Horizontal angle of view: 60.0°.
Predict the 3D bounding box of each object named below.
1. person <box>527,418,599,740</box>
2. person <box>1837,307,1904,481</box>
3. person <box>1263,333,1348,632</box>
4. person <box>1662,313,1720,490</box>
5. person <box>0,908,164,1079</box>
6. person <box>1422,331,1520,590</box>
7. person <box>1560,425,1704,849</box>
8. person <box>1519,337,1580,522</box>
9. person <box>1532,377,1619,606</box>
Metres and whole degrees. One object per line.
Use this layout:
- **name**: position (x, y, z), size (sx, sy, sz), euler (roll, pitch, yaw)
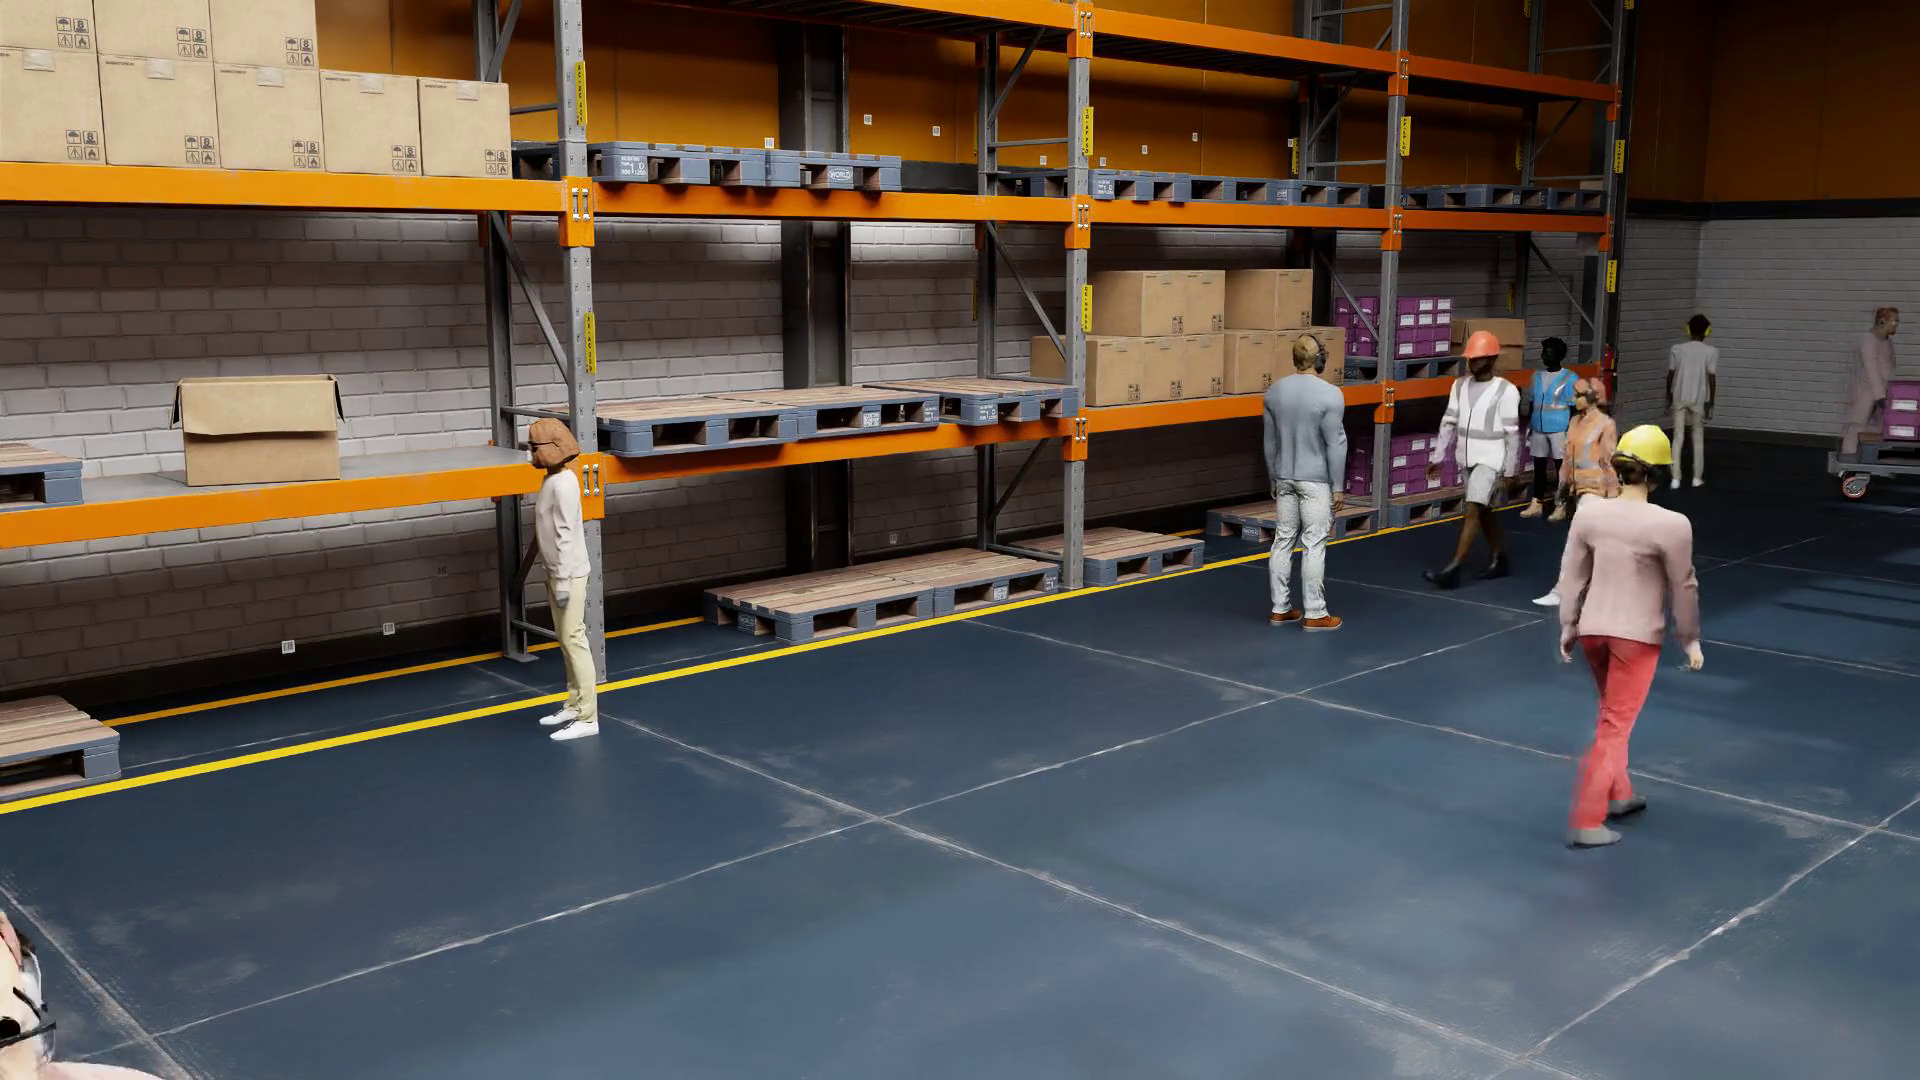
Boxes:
- **person**: position (-2.027, 0.191, 8.448), size (0.284, 1.625, 0.492), euler (-4, 10, -22)
- **person**: position (9.906, -1.553, 17.897), size (0.658, 1.878, 0.749), euler (-8, 13, -41)
- **person**: position (2.246, -0.372, 10.818), size (0.372, 1.940, 0.629), euler (-8, 13, -40)
- **person**: position (7.636, -1.450, 17.444), size (0.548, 1.861, 0.673), euler (5, 11, 28)
- **person**: position (-0.971, 1.230, 1.714), size (1.044, 1.859, 0.651), euler (4, 11, 24)
- **person**: position (3.797, -0.583, 12.233), size (1.020, 1.885, 0.563), euler (-6, 11, -31)
- **person**: position (2.821, 0.394, 6.918), size (0.786, 1.737, 0.525), euler (-6, 11, -31)
- **person**: position (5.437, -1.019, 15.303), size (0.319, 1.698, 0.539), euler (-6, 11, -32)
- **person**: position (4.431, -0.341, 11.635), size (0.818, 1.595, 0.528), euler (-2, 10, -9)
